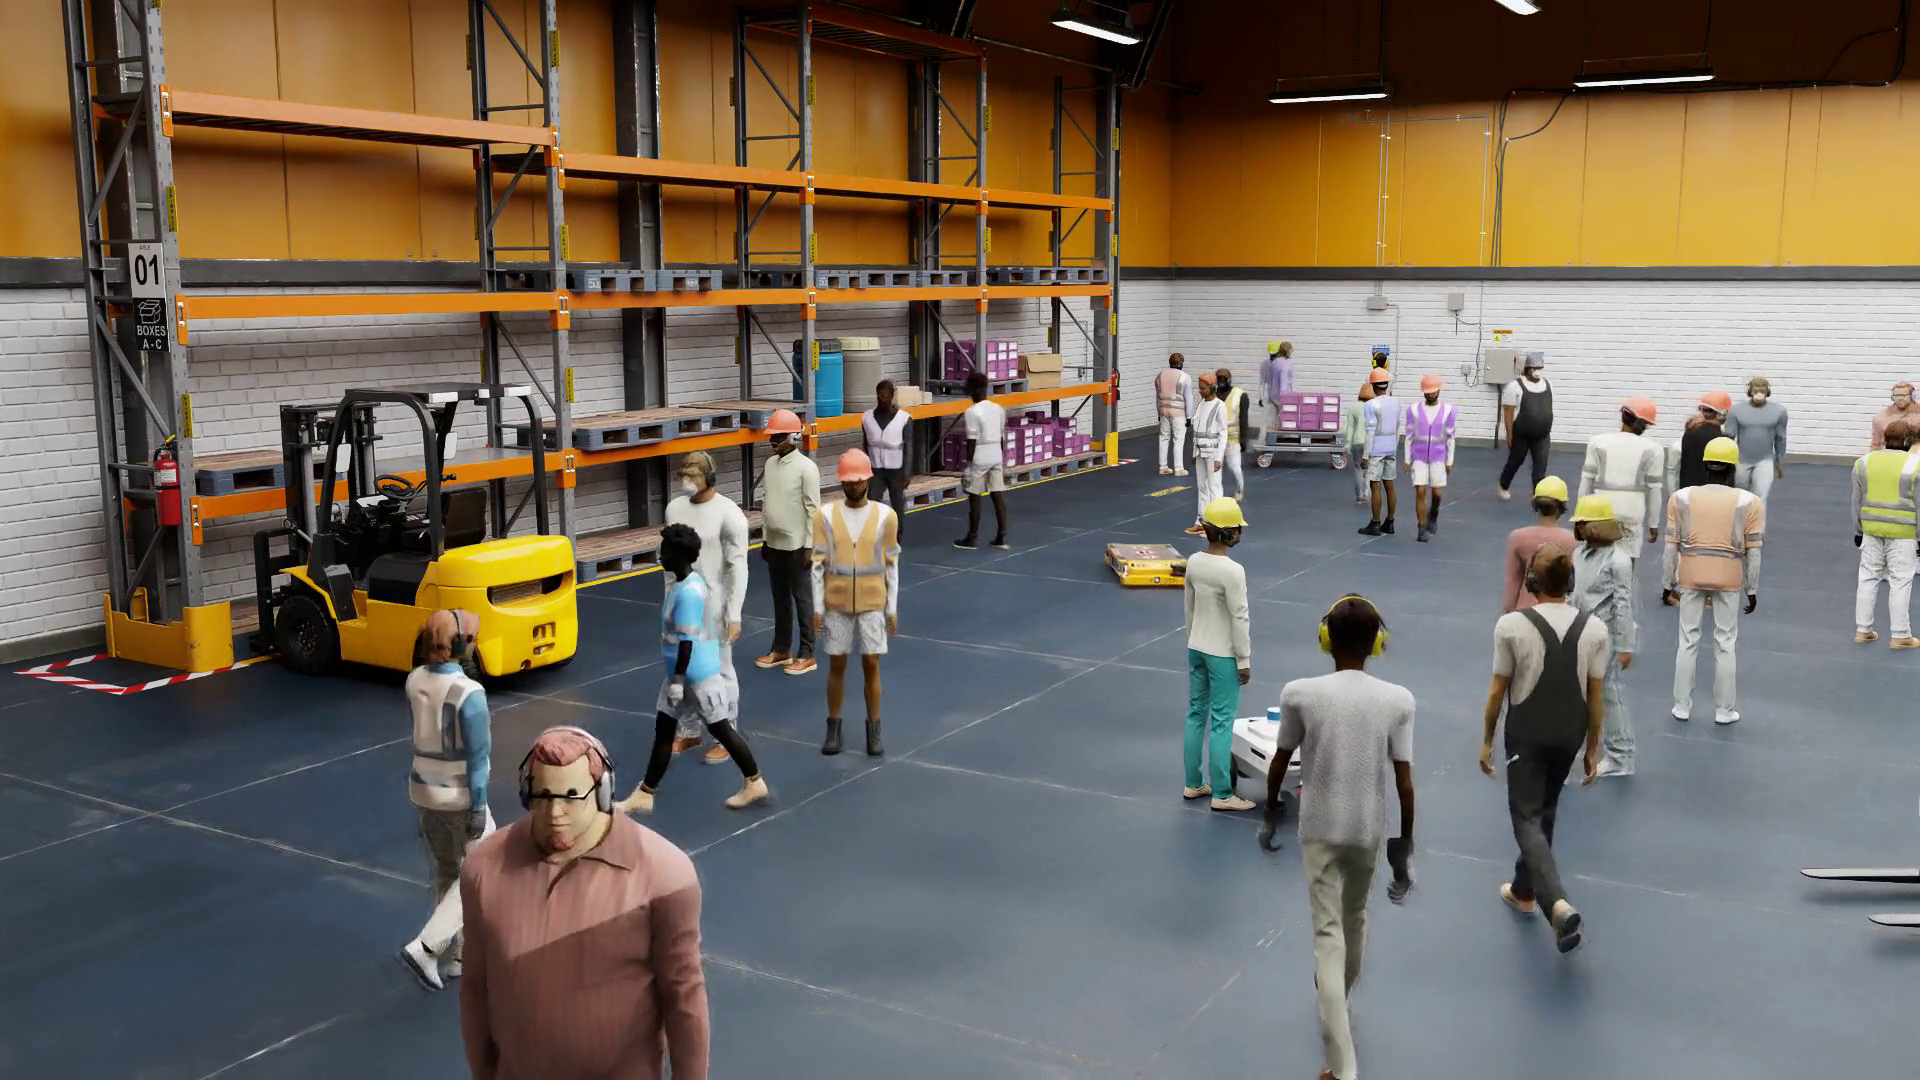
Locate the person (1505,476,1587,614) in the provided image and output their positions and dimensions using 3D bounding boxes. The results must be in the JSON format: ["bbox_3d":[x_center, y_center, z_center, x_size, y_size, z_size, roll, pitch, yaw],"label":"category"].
[{"bbox_3d":[3.660,0.468,10.479,0.764,1.740,0.526,-9,13,-44],"label":"person"}]

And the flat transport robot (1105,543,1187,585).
[{"bbox_3d":[1.859,0.226,16.571,0.652,0.197,1.431,0,9,-2],"label":"flat transport robot"}]

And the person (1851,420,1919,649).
[{"bbox_3d":[7.516,-0.049,13.415,0.429,1.840,0.622,-6,11,-32],"label":"person"}]

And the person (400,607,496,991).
[{"bbox_3d":[-2.169,1.095,6.957,0.516,1.624,0.467,7,11,36],"label":"person"}]

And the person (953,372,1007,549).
[{"bbox_3d":[0.226,-0.859,18.139,0.432,1.965,0.633,8,12,39],"label":"person"}]

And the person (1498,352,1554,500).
[{"bbox_3d":[7.384,-1.475,21.683,0.678,2.000,0.905,-1,9,-7],"label":"person"}]

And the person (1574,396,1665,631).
[{"bbox_3d":[5.470,-0.193,13.850,0.680,2.008,0.562,4,10,24],"label":"person"}]

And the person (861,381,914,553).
[{"bbox_3d":[-0.793,-0.720,17.483,0.601,1.868,0.990,2,9,15],"label":"person"}]

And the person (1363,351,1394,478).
[{"bbox_3d":[6.131,-1.834,24.457,0.513,1.872,0.328,-5,10,-28],"label":"person"}]

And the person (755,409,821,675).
[{"bbox_3d":[-1.301,0.009,12.560,0.381,1.994,0.620,-9,13,-44],"label":"person"}]

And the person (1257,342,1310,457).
[{"bbox_3d":[5.331,-2.299,27.287,1.006,1.884,0.654,-2,9,-13],"label":"person"}]

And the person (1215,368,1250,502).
[{"bbox_3d":[3.412,-1.305,21.321,0.630,1.825,0.746,4,10,26],"label":"person"}]

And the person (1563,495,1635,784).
[{"bbox_3d":[3.648,0.587,9.803,0.812,1.705,0.511,-2,9,-11],"label":"person"}]

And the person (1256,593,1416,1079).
[{"bbox_3d":[1.418,1.108,6.274,0.521,1.814,0.967,0,9,-2],"label":"person"}]

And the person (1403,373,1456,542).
[{"bbox_3d":[5.281,-0.933,18.735,0.548,1.908,0.517,2,9,14],"label":"person"}]

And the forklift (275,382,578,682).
[{"bbox_3d":[-3.974,-0.067,12.417,2.313,2.155,1.214,5,11,30],"label":"forklift"}]

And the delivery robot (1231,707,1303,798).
[{"bbox_3d":[1.780,1.189,9.386,0.477,0.478,0.707,-3,9,-16],"label":"delivery robot"}]

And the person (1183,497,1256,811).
[{"bbox_3d":[1.457,0.637,9.358,0.309,1.769,0.523,-5,10,-28],"label":"person"}]

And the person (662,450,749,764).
[{"bbox_3d":[-1.581,0.411,10.254,0.653,1.933,0.373,6,11,32],"label":"person"}]

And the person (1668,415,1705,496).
[{"bbox_3d":[7.286,-0.439,16.505,0.532,1.614,0.458,1,9,9],"label":"person"}]

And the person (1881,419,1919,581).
[{"bbox_3d":[9.331,-0.389,16.283,0.872,1.585,0.543,-3,9,-15],"label":"person"}]

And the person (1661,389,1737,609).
[{"bbox_3d":[6.705,-0.361,14.915,0.494,1.997,0.621,-3,10,-18],"label":"person"}]

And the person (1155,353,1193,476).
[{"bbox_3d":[3.204,-1.873,24.834,0.619,1.836,0.431,7,12,38],"label":"person"}]

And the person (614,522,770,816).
[{"bbox_3d":[-1.485,0.719,9.204,0.900,1.649,0.536,-3,10,-17],"label":"person"}]

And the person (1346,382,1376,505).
[{"bbox_3d":[5.263,-1.242,21.585,0.509,1.611,0.703,3,9,16],"label":"person"}]

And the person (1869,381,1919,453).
[{"bbox_3d":[10.061,-0.763,17.745,0.672,1.884,0.647,8,12,40],"label":"person"}]

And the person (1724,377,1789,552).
[{"bbox_3d":[8.736,-0.859,18.329,0.648,1.887,1.038,4,10,24],"label":"person"}]

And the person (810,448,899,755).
[{"bbox_3d":[-0.657,0.391,10.362,0.550,1.934,0.377,0,9,-2],"label":"person"}]

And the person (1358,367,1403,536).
[{"bbox_3d":[4.820,-1.015,19.149,0.545,1.933,0.376,-5,11,-31],"label":"person"}]

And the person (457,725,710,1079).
[{"bbox_3d":[-0.968,1.397,4.291,0.676,1.910,0.654,1,9,5],"label":"person"}]

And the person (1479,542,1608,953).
[{"bbox_3d":[2.653,0.922,7.482,0.516,1.812,0.876,0,9,-2],"label":"person"}]

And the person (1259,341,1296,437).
[{"bbox_3d":[5.353,-2.450,28.282,0.609,1.865,0.852,8,12,40],"label":"person"}]

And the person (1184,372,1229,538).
[{"bbox_3d":[2.832,-0.971,19.020,0.356,1.887,0.573,-4,10,-25],"label":"person"}]

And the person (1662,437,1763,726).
[{"bbox_3d":[5.025,0.271,11.136,0.593,1.925,0.384,5,10,28],"label":"person"}]
